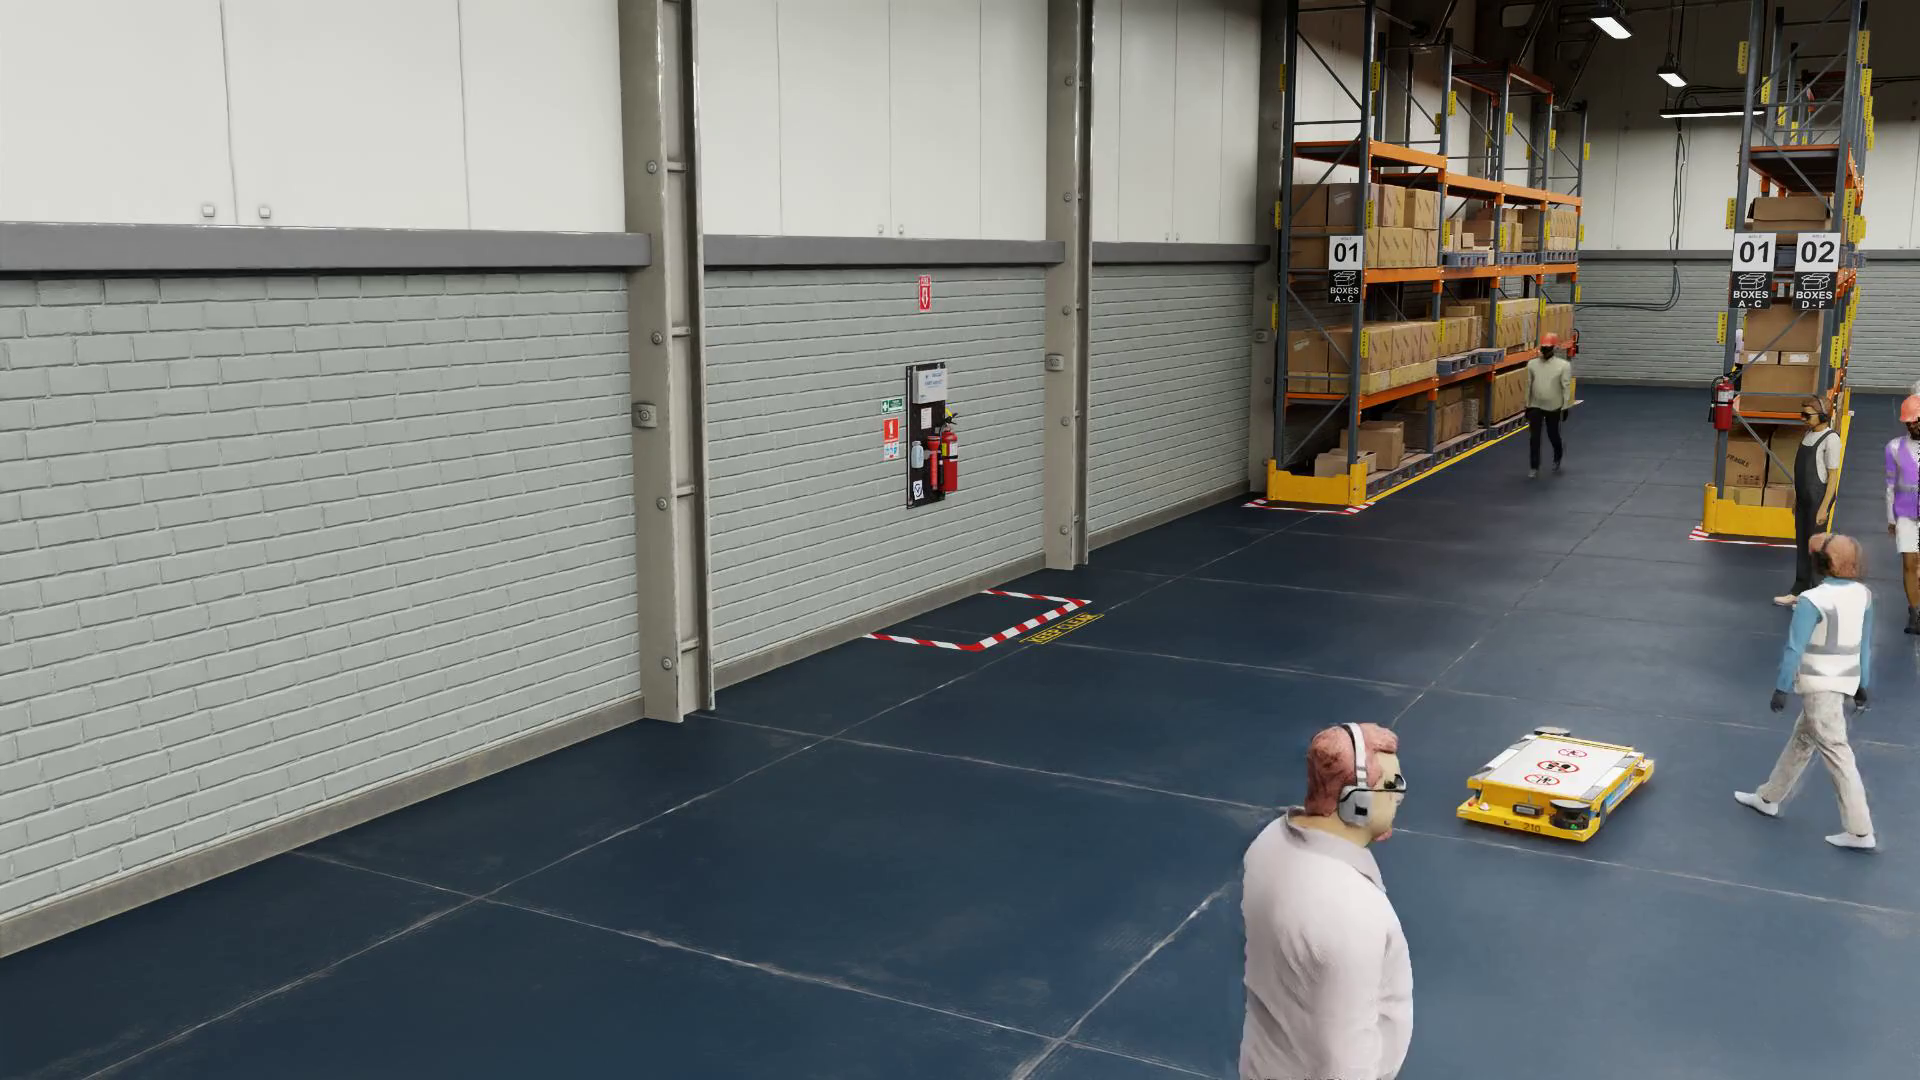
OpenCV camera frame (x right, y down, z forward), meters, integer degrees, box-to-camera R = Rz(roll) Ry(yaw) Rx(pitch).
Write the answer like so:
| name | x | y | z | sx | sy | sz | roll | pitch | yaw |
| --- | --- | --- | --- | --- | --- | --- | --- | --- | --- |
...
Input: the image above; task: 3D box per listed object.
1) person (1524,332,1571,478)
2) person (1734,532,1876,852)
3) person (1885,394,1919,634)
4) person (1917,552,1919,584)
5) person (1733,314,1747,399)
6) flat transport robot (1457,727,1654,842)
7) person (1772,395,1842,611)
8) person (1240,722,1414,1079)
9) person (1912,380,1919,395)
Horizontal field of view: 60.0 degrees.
| name | x | y | z | sx | sy | sz | roll | pitch | yaw |
| --- | --- | --- | --- | --- | --- | --- | --- | --- | --- |
| person | 8.029 | -1.853 | 22.704 | 0.622 | 1.972 | 0.823 | 7 | 12 | 35 |
| person | 4.413 | 0.748 | 8.555 | 0.533 | 1.588 | 0.853 | -6 | 11 | -30 |
| person | 7.676 | -0.215 | 13.279 | 0.586 | 1.910 | 0.592 | 8 | 12 | 38 |
| person | 8.735 | -0.378 | 14.594 | 0.617 | 1.781 | 0.914 | -3 | 10 | -19 |
| person | 14.886 | -3.332 | 31.514 | 0.597 | 1.915 | 0.371 | 4 | 11 | 24 |
| flat transport robot | 3.292 | 1.313 | 9.124 | 0.652 | 0.197 | 1.431 | 7 | 12 | 35 |
| person | 7.182 | -0.306 | 14.022 | 0.346 | 1.840 | 0.505 | 0 | 10 | -1 |
| person | 0.915 | 1.366 | 4.104 | 0.413 | 1.893 | 0.648 | -2 | 10 | -10 |
| person | 10.530 | -1.057 | 18.025 | 0.645 | 1.998 | 0.357 | -2 | 10 | -12 |
